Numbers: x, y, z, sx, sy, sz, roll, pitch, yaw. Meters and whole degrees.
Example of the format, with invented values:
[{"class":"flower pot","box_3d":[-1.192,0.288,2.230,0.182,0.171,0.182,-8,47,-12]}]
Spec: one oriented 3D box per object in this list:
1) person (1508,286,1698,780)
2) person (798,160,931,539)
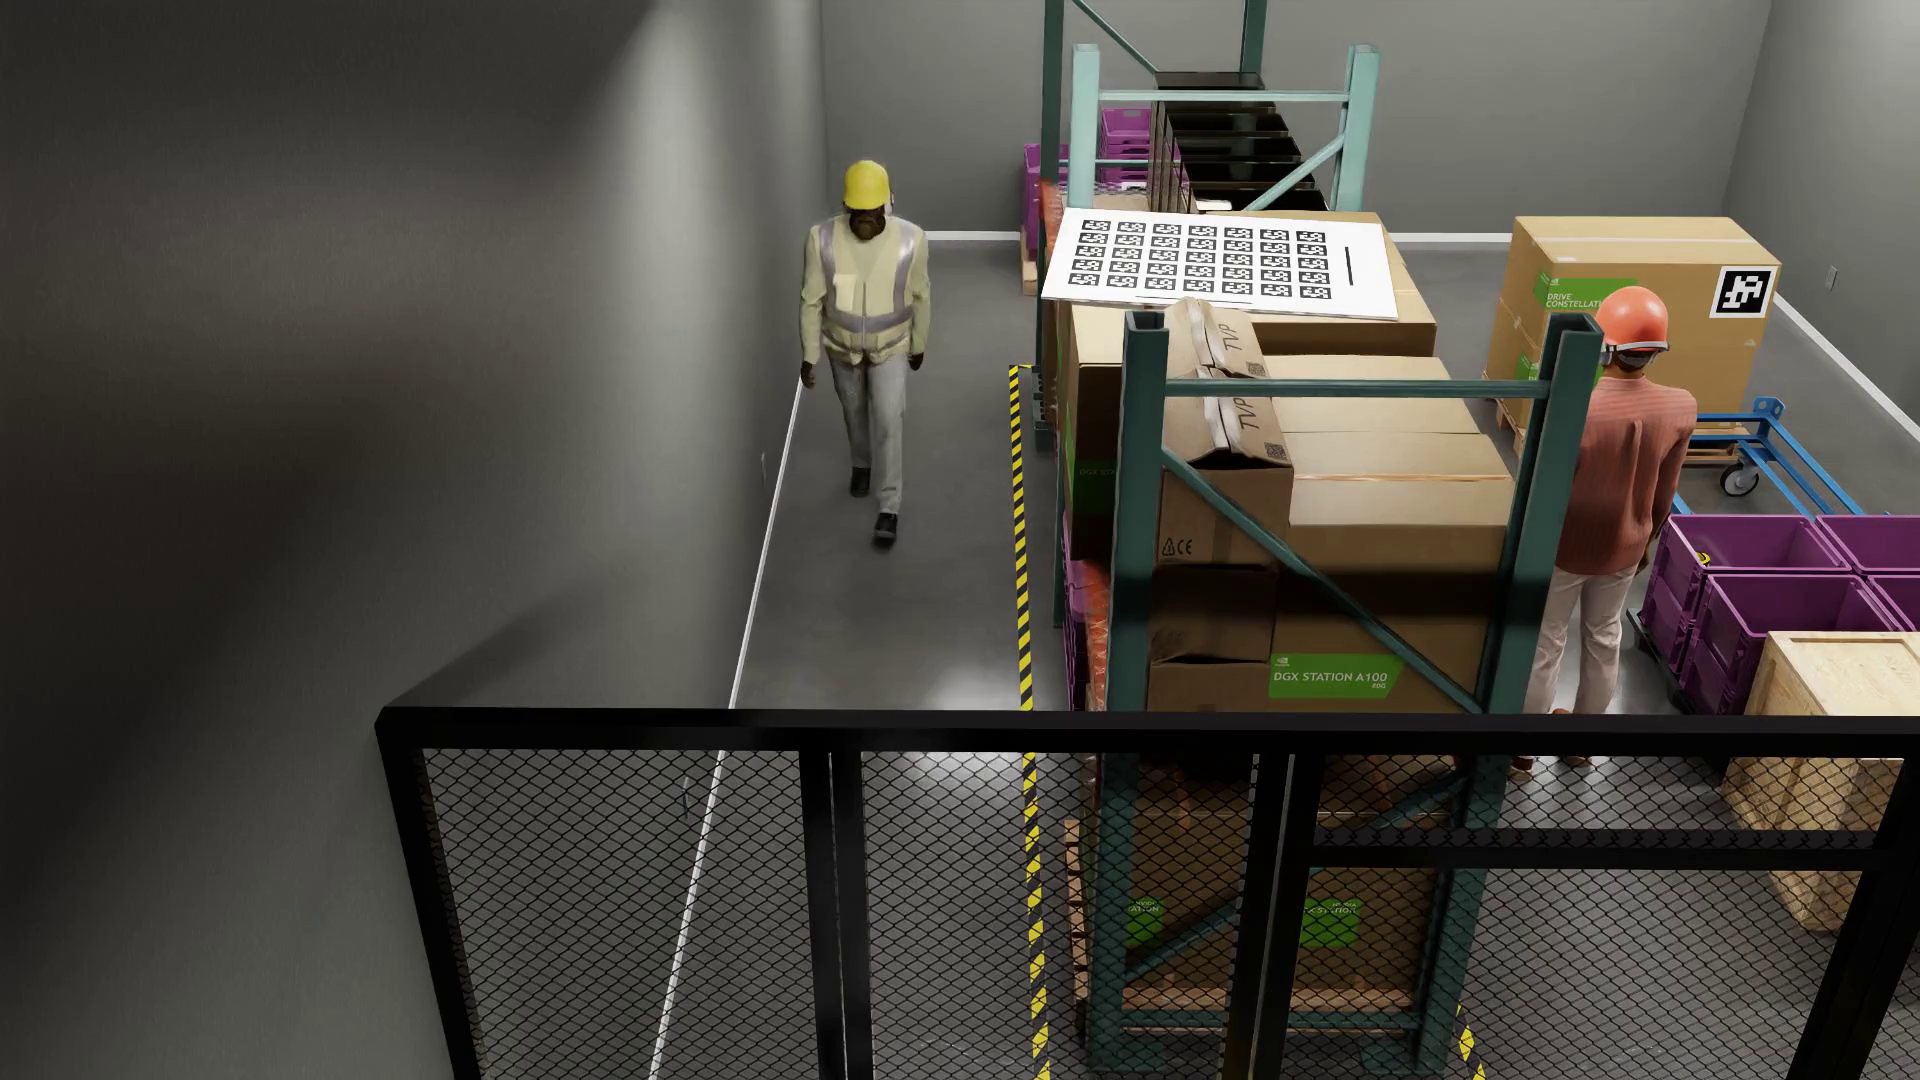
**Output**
[{"class":"person","box_3d":[2.309,0.010,6.144,0.612,1.995,0.375,-7,32,-12]},{"class":"person","box_3d":[-0.450,-0.901,7.852,0.610,1.788,0.918,1,31,2]}]
